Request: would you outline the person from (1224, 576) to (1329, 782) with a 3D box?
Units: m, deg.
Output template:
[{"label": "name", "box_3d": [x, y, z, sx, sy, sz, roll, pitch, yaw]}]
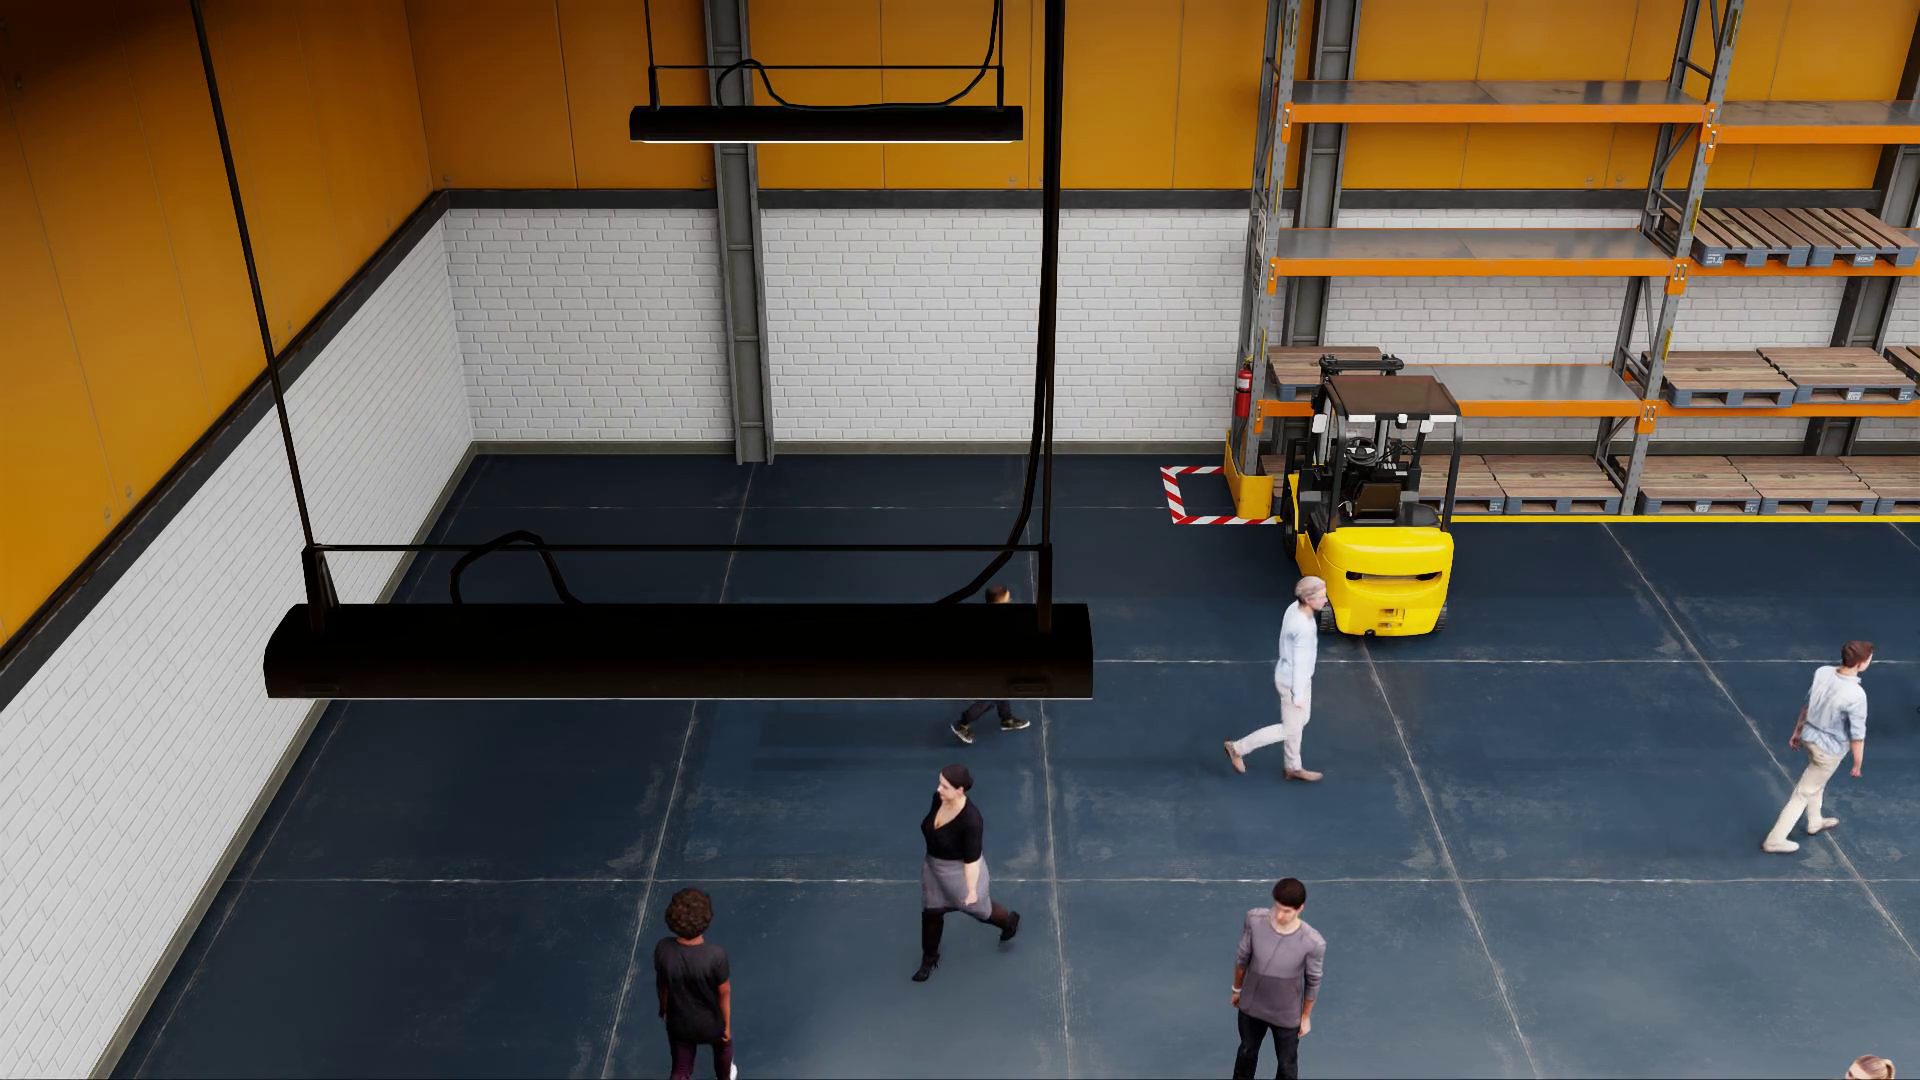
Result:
[{"label": "person", "box_3d": [2.523, 1.104, 13.014, 1.088, 1.871, 0.788, 6, 29, 11]}]

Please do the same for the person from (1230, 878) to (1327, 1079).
[{"label": "person", "box_3d": [1.881, 2.769, 9.981, 0.677, 1.853, 0.809, 16, 32, 27]}]

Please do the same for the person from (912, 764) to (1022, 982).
[{"label": "person", "box_3d": [0.065, 2.207, 11.143, 1.192, 1.727, 1.045, -19, 34, -31]}]

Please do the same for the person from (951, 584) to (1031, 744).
[{"label": "person", "box_3d": [0.224, 1.021, 13.618, 0.997, 1.439, 0.742, -7, 29, -12]}]

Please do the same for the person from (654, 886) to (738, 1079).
[{"label": "person", "box_3d": [-1.595, 2.871, 9.895, 1.019, 1.756, 0.732, 1, 29, 2]}]

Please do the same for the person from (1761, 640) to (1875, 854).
[{"label": "person", "box_3d": [6.269, 1.544, 12.260, 1.014, 1.820, 0.781, -5, 29, -10]}]
